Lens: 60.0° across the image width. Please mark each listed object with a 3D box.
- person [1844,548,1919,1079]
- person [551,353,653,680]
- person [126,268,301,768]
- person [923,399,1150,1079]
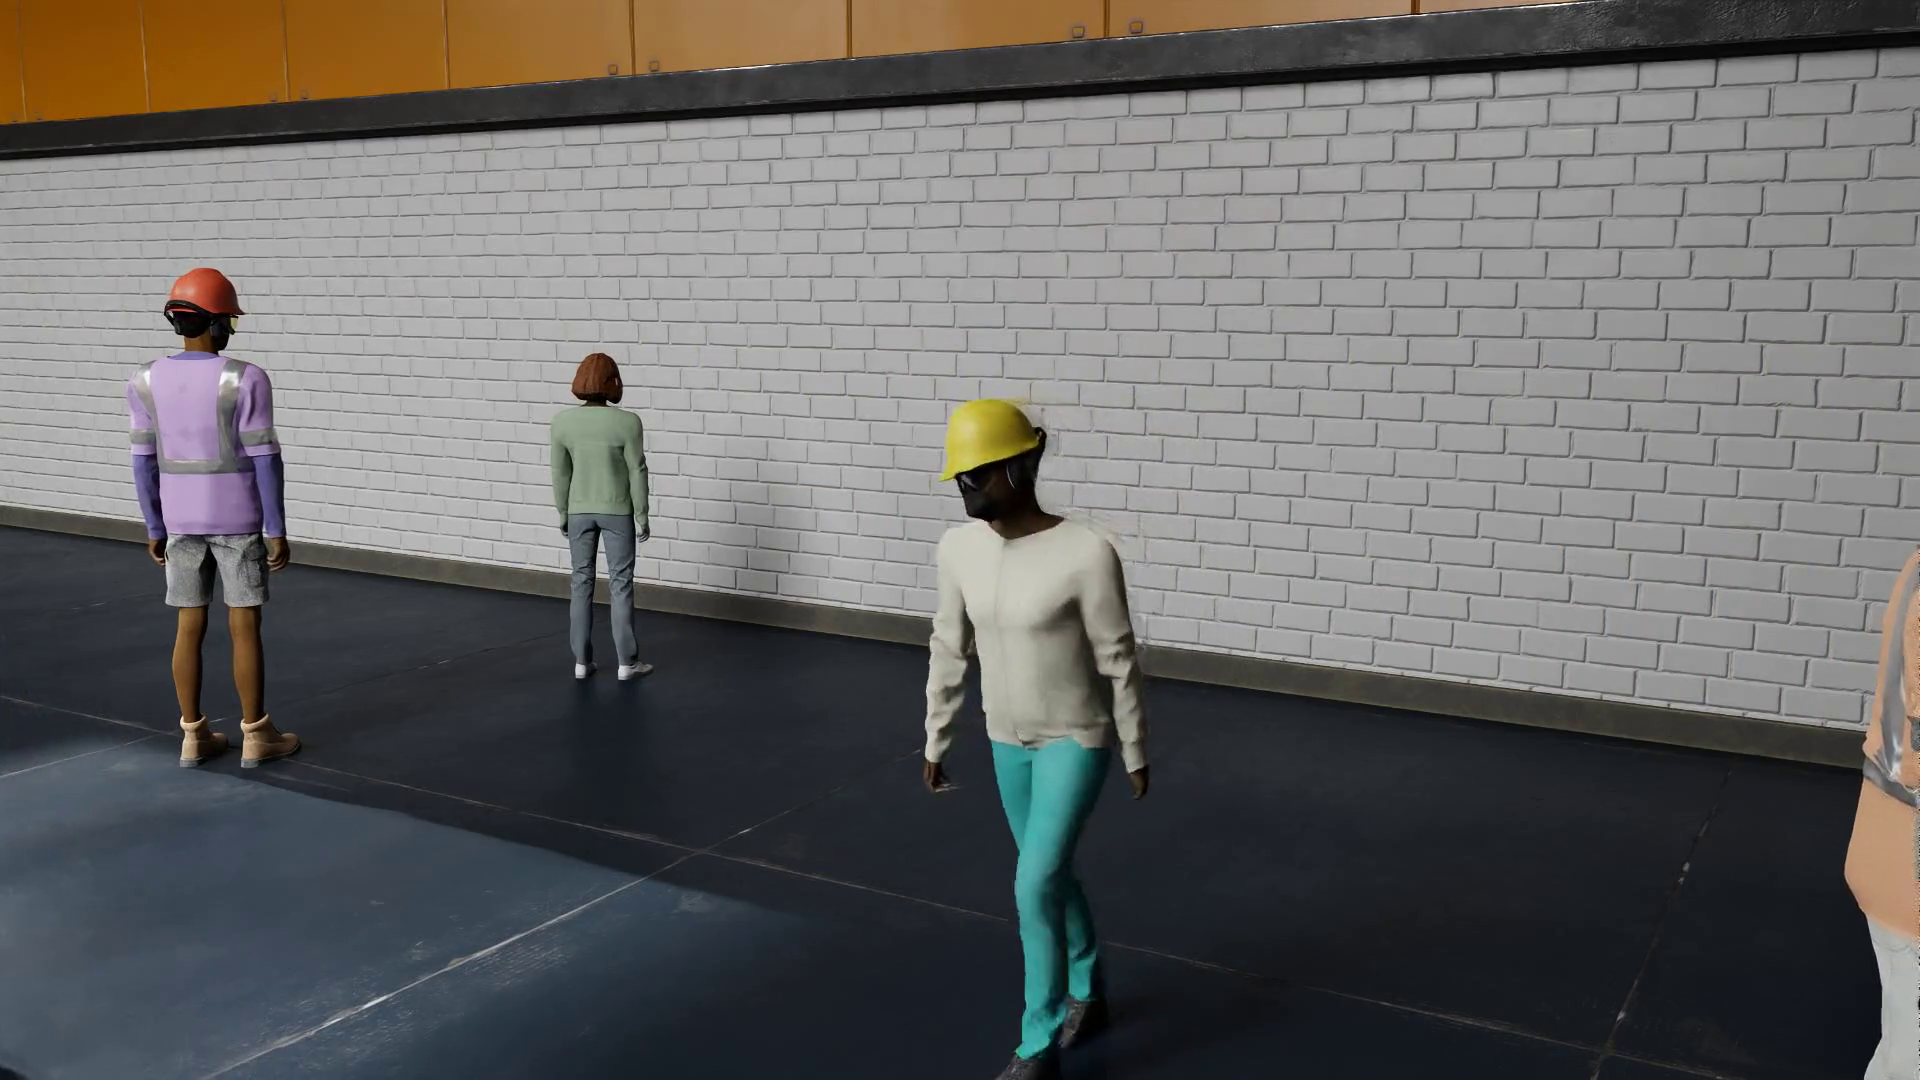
[{"bbox_3d":[1.746,0.610,2.862,0.386,1.928,0.589,6,11,35],"label":"person"},{"bbox_3d":[-1.781,-0.112,8.289,0.500,1.633,0.280,2,9,10],"label":"person"},{"bbox_3d":[-3.039,-0.079,6.810,0.614,2.043,0.374,1,9,5],"label":"person"},{"bbox_3d":[0.181,0.510,4.118,0.541,1.722,0.759,8,12,40],"label":"person"}]
